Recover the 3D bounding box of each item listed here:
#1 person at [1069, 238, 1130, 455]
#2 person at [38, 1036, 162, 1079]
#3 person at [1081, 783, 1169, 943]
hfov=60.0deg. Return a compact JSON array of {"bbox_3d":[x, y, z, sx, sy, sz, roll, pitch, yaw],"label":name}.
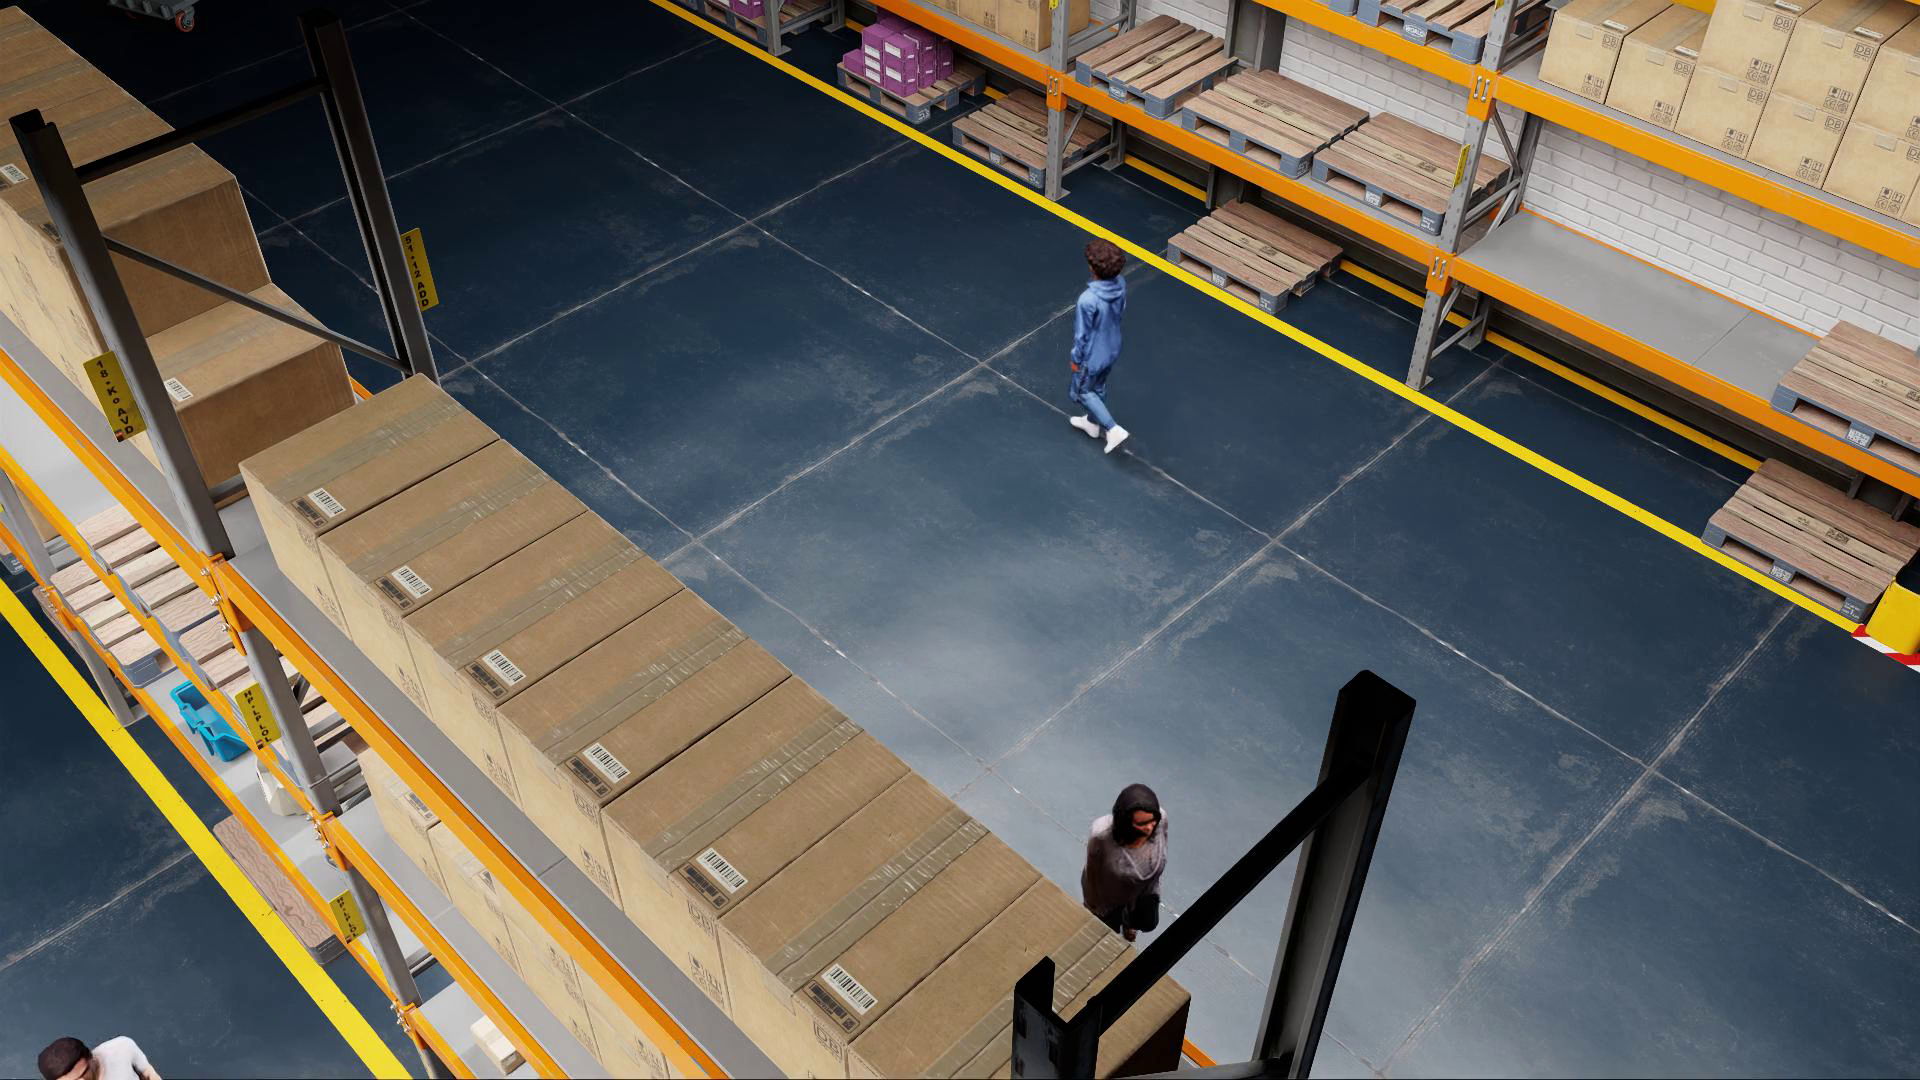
[{"bbox_3d":[1.073,-1.401,12.369,0.862,1.800,0.692,33,52,30],"label":"person"},{"bbox_3d":[-3.987,2.819,7.906,0.695,1.847,0.736,22,48,22],"label":"person"},{"bbox_3d":[0.871,1.796,9.165,0.779,1.592,0.844,-11,45,-12],"label":"person"}]
